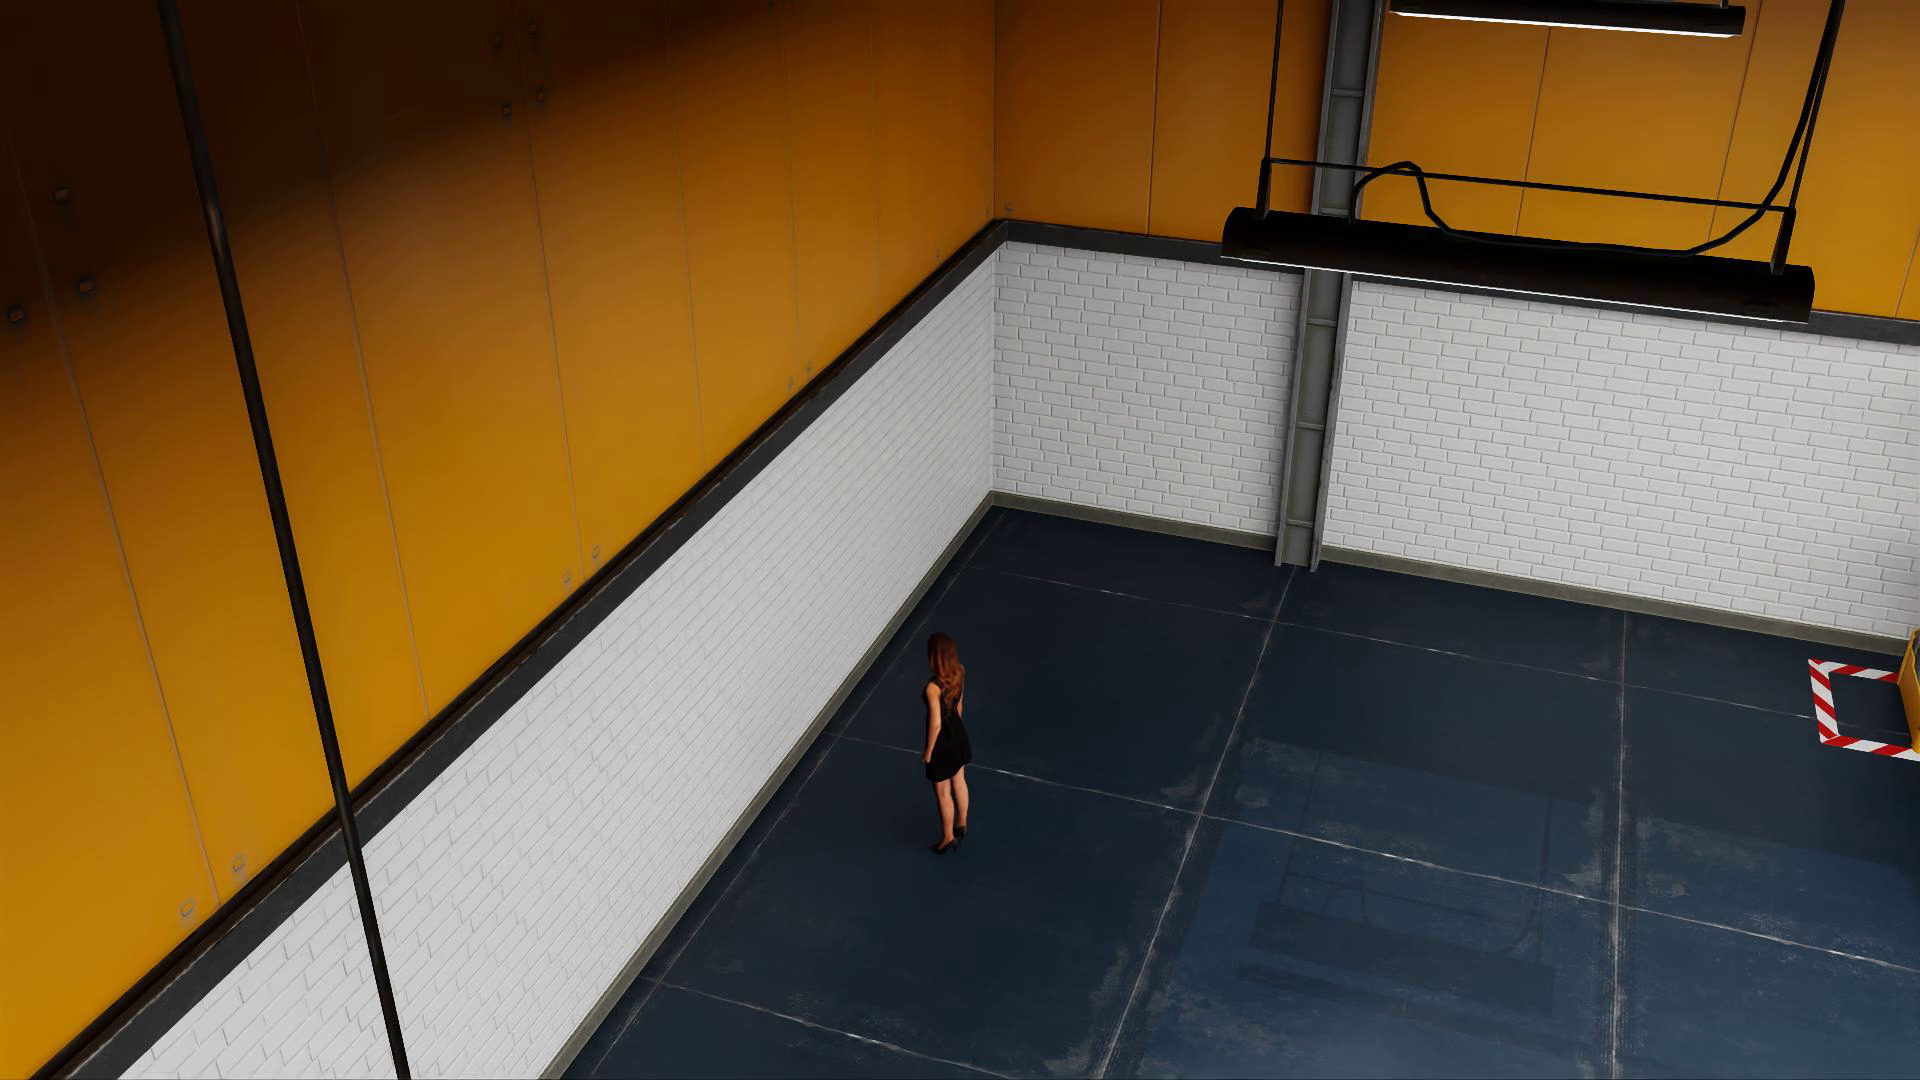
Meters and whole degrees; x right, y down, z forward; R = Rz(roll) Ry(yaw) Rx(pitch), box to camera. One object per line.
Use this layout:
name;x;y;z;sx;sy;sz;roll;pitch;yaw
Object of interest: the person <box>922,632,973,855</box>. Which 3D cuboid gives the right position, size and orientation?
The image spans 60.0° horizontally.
person;-0.103;1.463;11.906;0.603;1.834;0.632;18;33;29
